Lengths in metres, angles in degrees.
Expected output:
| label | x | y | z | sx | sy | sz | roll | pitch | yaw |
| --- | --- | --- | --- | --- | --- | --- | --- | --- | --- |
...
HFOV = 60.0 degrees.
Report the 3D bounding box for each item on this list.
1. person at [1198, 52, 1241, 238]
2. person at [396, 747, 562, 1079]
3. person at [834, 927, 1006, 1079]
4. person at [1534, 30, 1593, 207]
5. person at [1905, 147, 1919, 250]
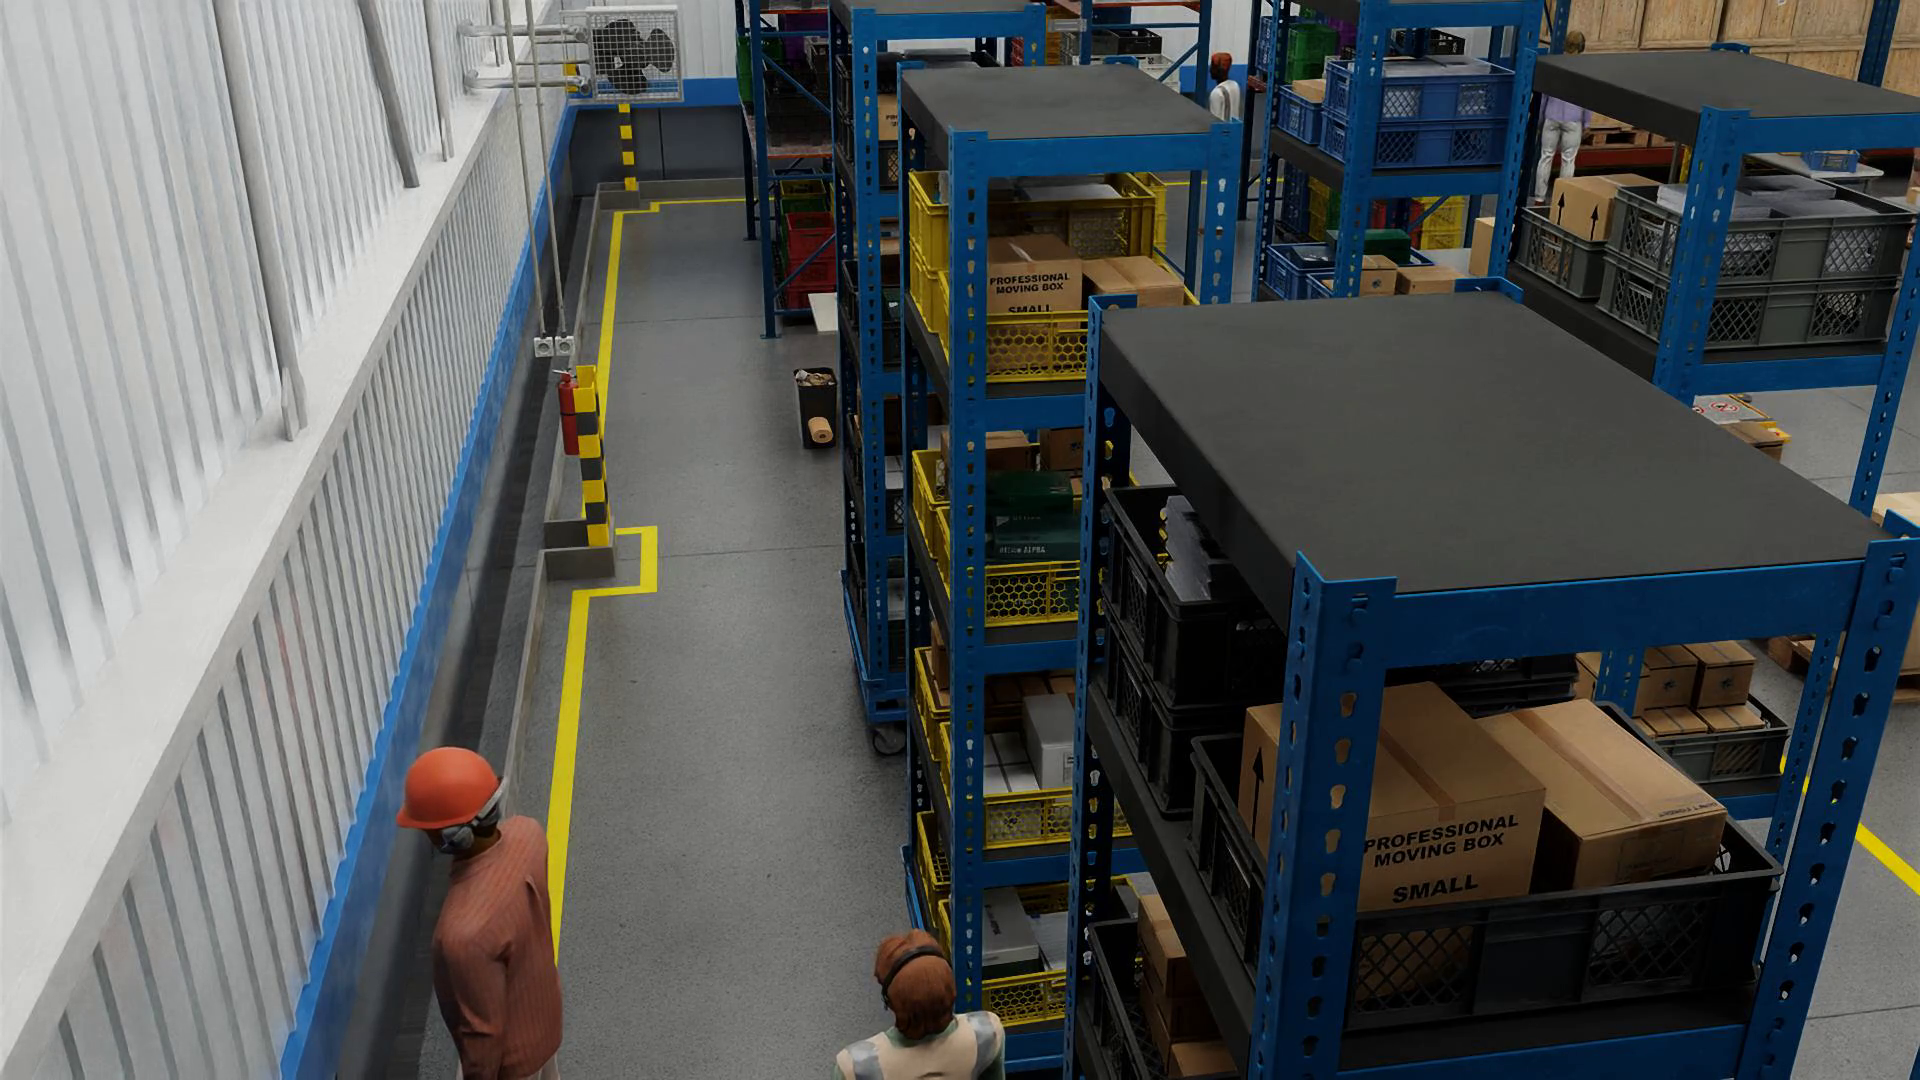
| label | x | y | z | sx | sy | sz | roll | pitch | yaw |
| --- | --- | --- | --- | --- | --- | --- | --- | --- | --- |
| person | 2.709 | -4.099 | 17.277 | 0.345 | 1.875 | 0.571 | 15 | 29 | 30 |
| person | -1.383 | 1.483 | 5.002 | 0.391 | 1.988 | 0.611 | 1 | 25 | 3 |
| person | -0.106 | 1.807 | 4.705 | 0.514 | 1.645 | 0.309 | -11 | 27 | -22 |
| person | 6.623 | -4.591 | 18.271 | 0.627 | 1.935 | 0.371 | 15 | 29 | 30 |
| person | 9.954 | -3.897 | 16.794 | 0.642 | 1.909 | 0.399 | -4 | 25 | -8 |
